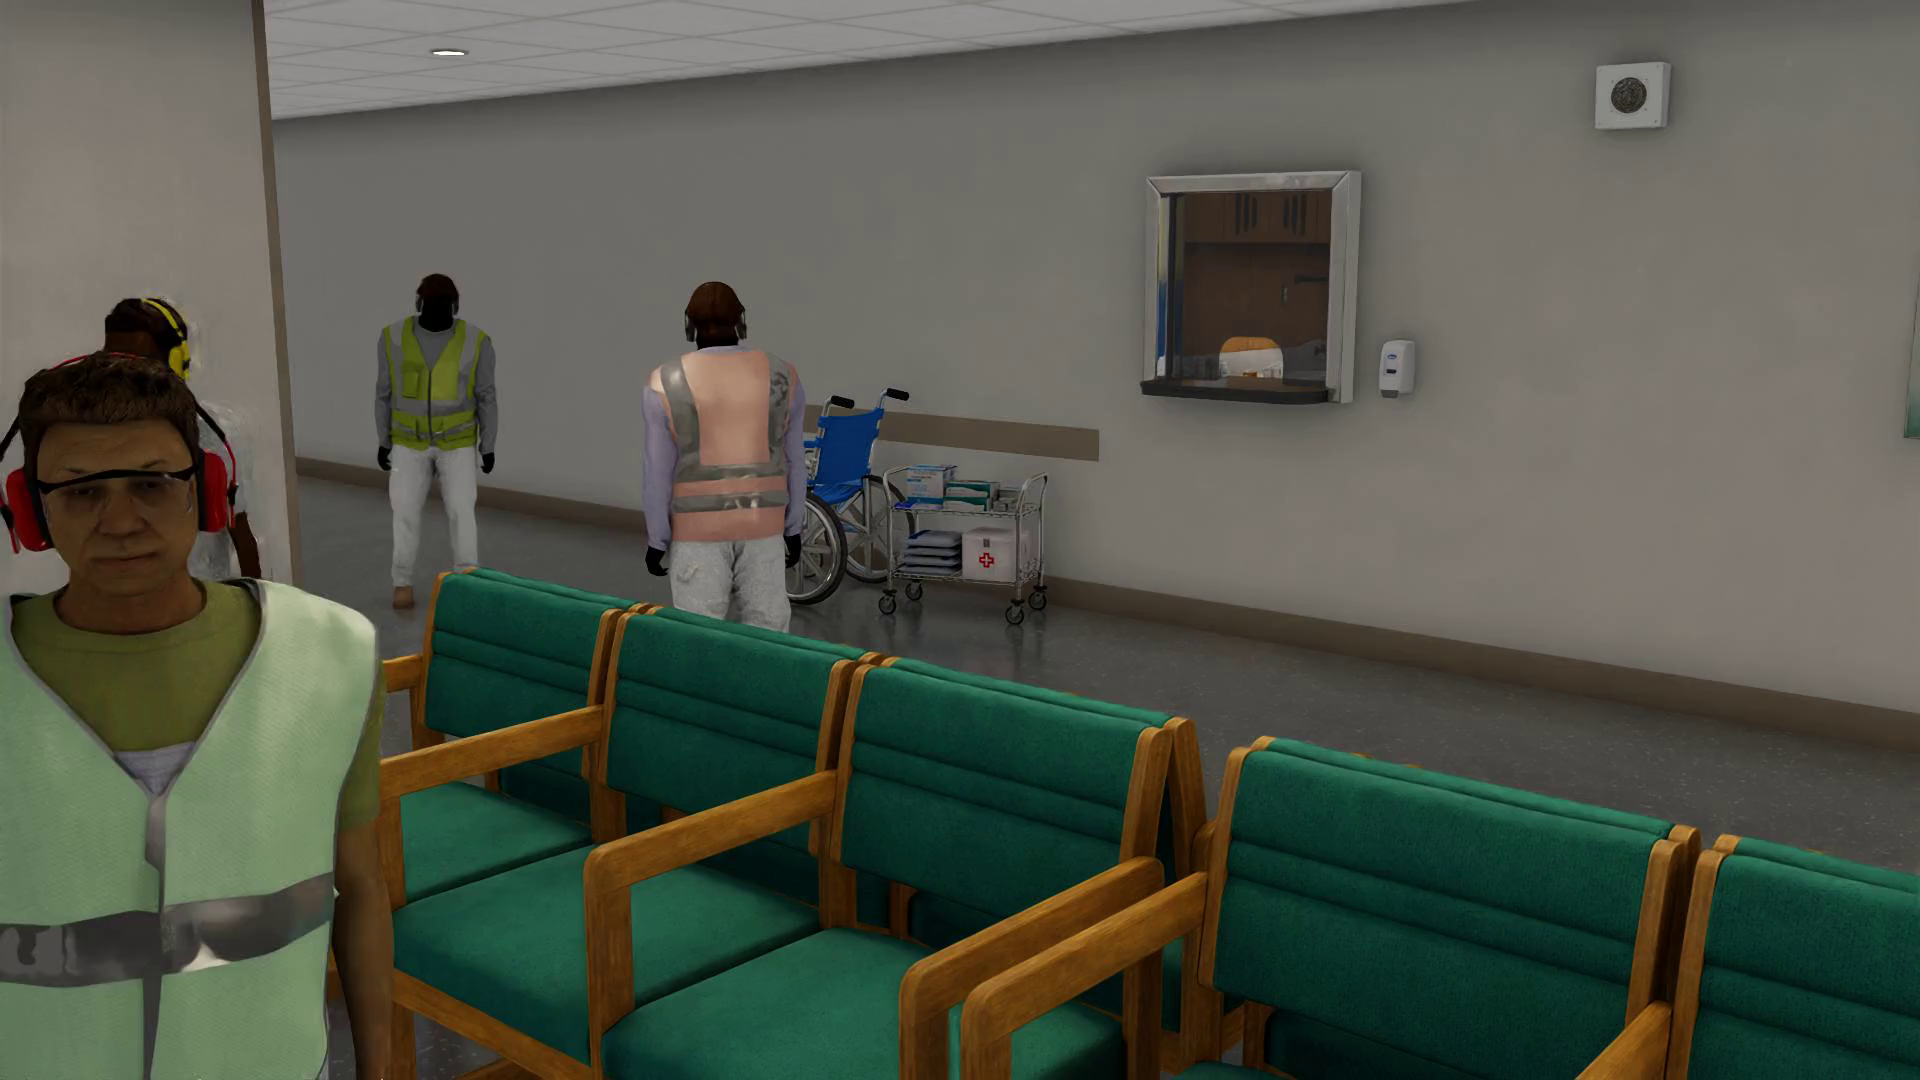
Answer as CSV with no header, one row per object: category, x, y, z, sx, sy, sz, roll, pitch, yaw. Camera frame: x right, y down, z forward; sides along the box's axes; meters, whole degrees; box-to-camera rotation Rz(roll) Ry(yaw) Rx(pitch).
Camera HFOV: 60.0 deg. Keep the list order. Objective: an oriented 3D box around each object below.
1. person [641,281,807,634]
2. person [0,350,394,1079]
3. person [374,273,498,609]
person,-0.872,-0.027,6.158,0.619,1.838,0.430,-4,11,-22
person,-0.965,0.692,2.031,0.565,1.846,0.388,-6,12,-33
person,-2.846,-0.530,9.059,0.640,1.823,0.431,-2,10,-11
